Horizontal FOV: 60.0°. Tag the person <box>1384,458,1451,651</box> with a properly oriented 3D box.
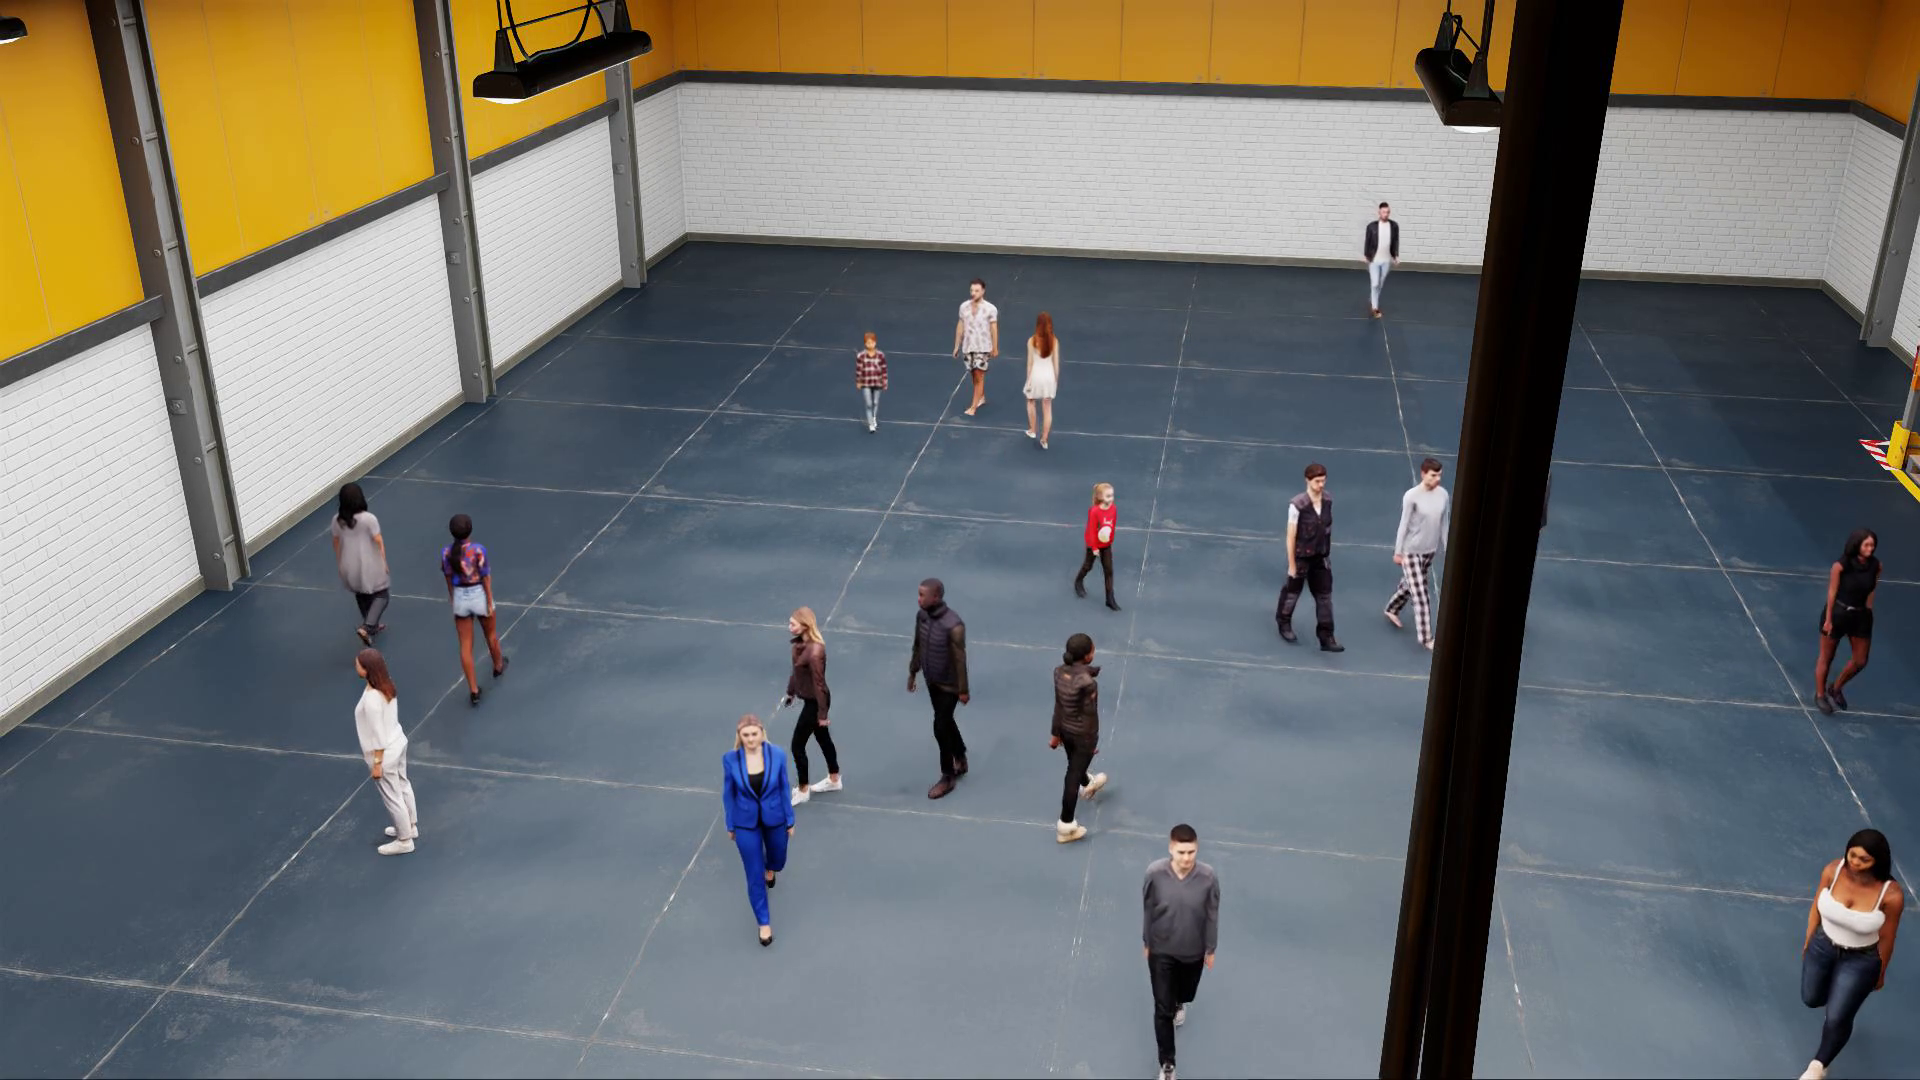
[{"bbox_3d":[4.291,0.077,15.702,1.028,1.803,1.240,-9,25,-19],"label":"person"}]

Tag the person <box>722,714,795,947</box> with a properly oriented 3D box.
[{"bbox_3d":[-1.394,1.941,11.593,0.865,1.679,1.080,-4,24,-10],"label":"person"}]

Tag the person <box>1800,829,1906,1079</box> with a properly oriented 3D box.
[{"bbox_3d":[5.447,2.511,10.158,1.104,1.784,1.014,-19,30,-36],"label":"person"}]

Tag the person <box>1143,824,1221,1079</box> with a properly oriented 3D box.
[{"bbox_3d":[1.346,2.476,10.298,0.714,1.736,1.126,1,24,1],"label":"person"}]

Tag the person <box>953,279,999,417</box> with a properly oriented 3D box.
[{"bbox_3d":[0.254,-2.545,21.724,0.900,1.784,1.152,13,27,27],"label":"person"}]

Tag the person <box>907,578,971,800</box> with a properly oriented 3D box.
[{"bbox_3d":[-0.065,1.114,13.323,0.995,1.807,0.936,-19,30,-37],"label":"person"}]

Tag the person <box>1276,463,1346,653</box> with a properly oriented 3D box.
[{"bbox_3d":[3.197,0.124,15.575,1.016,1.818,1.165,-10,25,-21],"label":"person"}]

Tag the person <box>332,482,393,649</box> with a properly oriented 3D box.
[{"bbox_3d":[-5.606,0.256,15.553,0.628,1.594,0.851,4,24,9],"label":"person"}]

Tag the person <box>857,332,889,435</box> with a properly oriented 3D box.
[{"bbox_3d":[-1.121,-2.017,21.155,0.725,1.272,0.939,-4,24,-10],"label":"person"}]

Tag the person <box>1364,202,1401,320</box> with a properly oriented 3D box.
[{"bbox_3d":[6.507,-4.353,25.838,0.844,1.802,1.138,-2,24,-5],"label":"person"}]

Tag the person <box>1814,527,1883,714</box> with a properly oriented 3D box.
[{"bbox_3d":[7.640,0.669,14.439,0.666,1.730,0.654,-1,24,-3],"label":"person"}]

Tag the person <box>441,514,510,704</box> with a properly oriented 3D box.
[{"bbox_3d":[-4.300,0.624,14.557,0.699,1.718,0.994,0,24,1],"label":"person"}]

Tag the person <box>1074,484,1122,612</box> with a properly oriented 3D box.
[{"bbox_3d":[1.341,0.034,16.484,0.847,1.255,0.968,-12,26,-25],"label":"person"}]

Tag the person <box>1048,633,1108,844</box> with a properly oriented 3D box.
[{"bbox_3d":[1.013,1.462,12.757,1.149,1.623,0.983,6,24,14],"label":"person"}]

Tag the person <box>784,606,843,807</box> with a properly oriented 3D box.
[{"bbox_3d":[-1.071,1.275,13.114,0.846,1.681,0.817,-5,24,-11],"label":"person"}]

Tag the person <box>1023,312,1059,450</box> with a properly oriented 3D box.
[{"bbox_3d":[1.023,-1.940,20.449,0.714,1.696,0.853,-3,24,-7],"label":"person"}]

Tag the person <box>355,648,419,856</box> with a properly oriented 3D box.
[{"bbox_3d":[-4.290,1.566,12.439,0.712,1.688,0.543,-2,24,-3],"label":"person"}]
